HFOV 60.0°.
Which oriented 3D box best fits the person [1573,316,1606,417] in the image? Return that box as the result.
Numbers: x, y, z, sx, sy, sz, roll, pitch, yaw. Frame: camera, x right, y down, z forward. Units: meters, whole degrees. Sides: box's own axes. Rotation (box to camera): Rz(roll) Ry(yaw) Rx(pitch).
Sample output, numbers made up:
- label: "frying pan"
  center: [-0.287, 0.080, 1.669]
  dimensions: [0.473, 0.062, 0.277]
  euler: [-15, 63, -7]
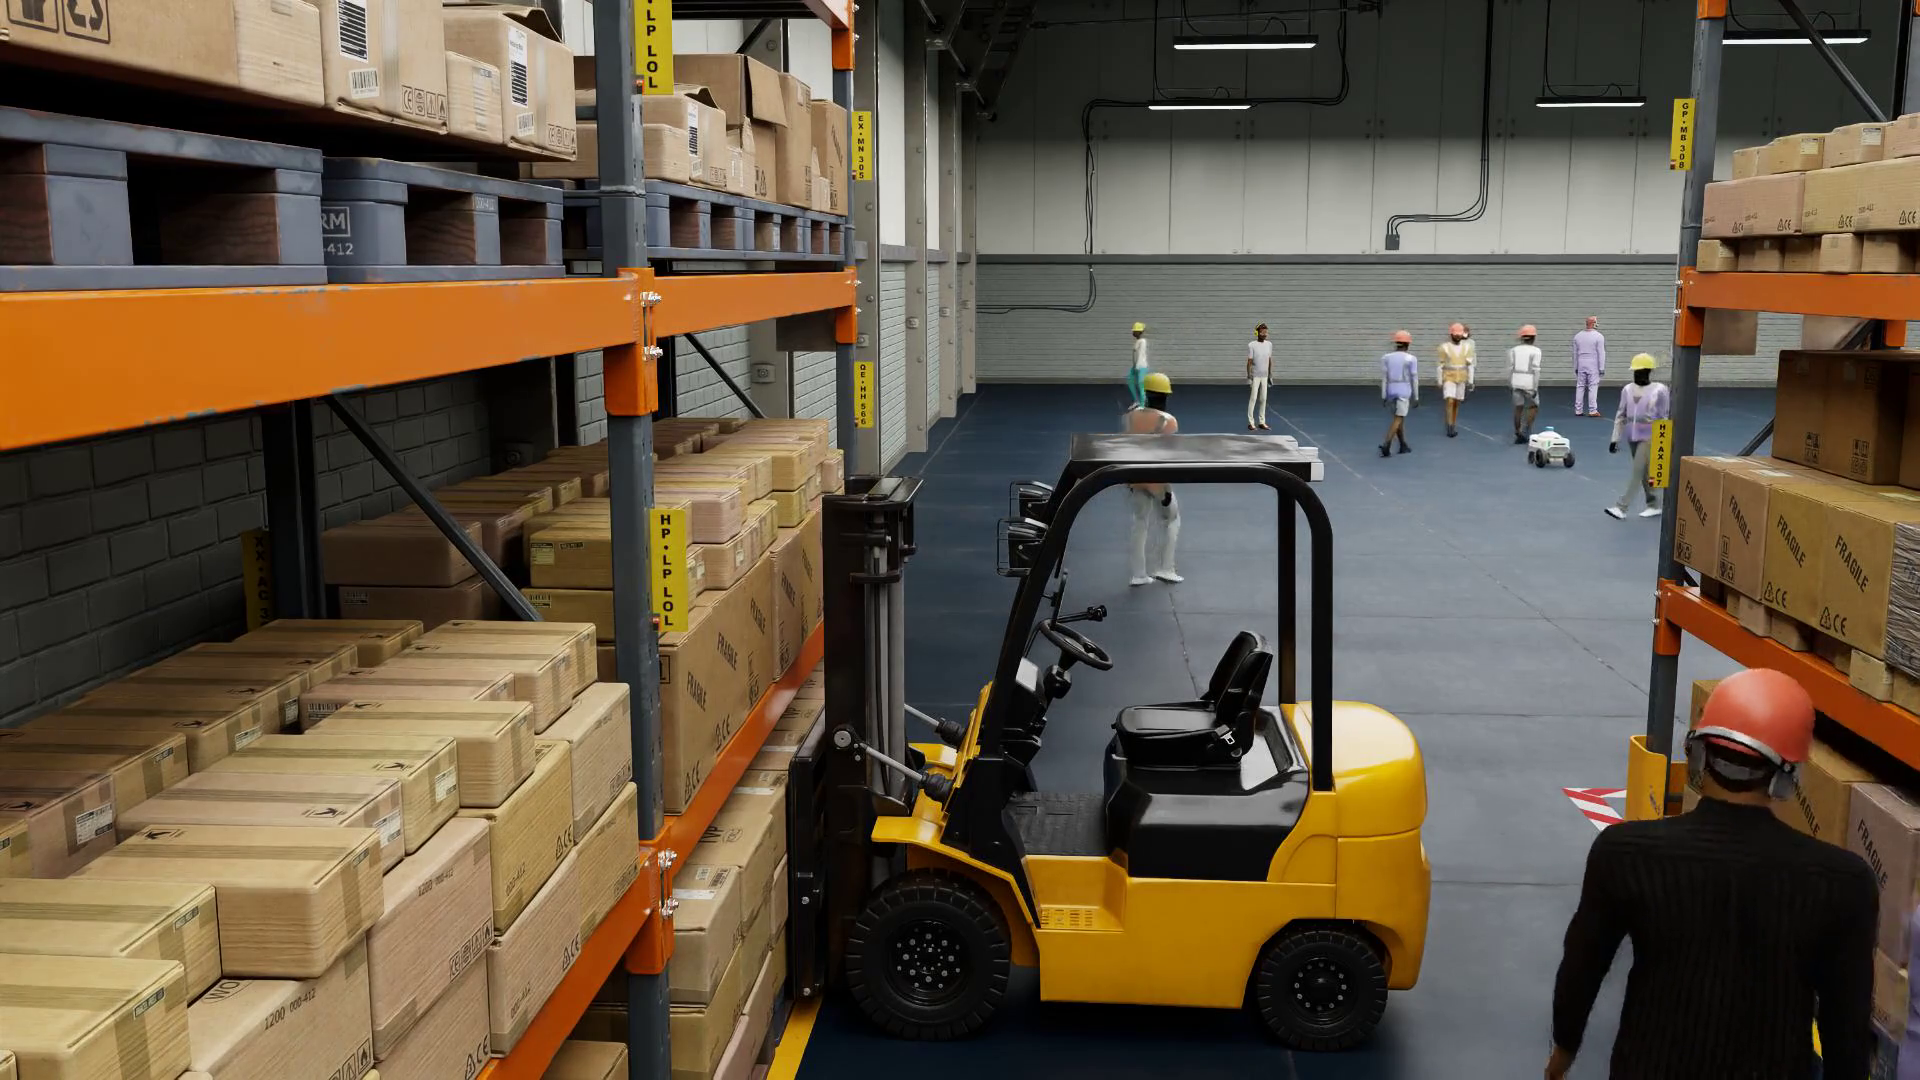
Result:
- label: "person"
  center: [11.932, -3.275, 31.496]
  dimensions: [0.410, 1.909, 0.642]
  euler: [-7, 12, -35]

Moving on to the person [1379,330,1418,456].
- label: "person"
  center: [6.607, -2.210, 25.079]
  dimensions: [0.556, 1.902, 0.934]
  euler: [9, 13, 44]

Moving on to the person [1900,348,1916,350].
- label: "person"
  center: [11.904, -1.481, 20.808]
  dimensions: [0.564, 1.852, 0.919]
  euler: [-7, 12, -37]

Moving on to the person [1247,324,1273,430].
- label: "person"
  center: [5.222, -2.835, 28.974]
  dimensions: [0.509, 1.863, 0.311]
  euler: [-5, 10, -26]

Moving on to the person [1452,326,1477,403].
- label: "person"
  center: [10.466, -3.621, 34.492]
  dimensions: [0.523, 1.592, 0.801]
  euler: [0, 9, -3]

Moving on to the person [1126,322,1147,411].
- label: "person"
  center: [3.473, -3.408, 32.781]
  dimensions: [0.433, 1.751, 0.526]
  euler: [-3, 10, -15]

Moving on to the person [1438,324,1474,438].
- label: "person"
  center: [8.305, -2.652, 27.776]
  dimensions: [0.552, 1.890, 0.953]
  euler: [0, 9, 0]

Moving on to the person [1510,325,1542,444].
- label: "person"
  center: [9.086, -2.492, 26.704]
  dimensions: [0.435, 1.916, 0.546]
  euler: [-9, 13, -44]

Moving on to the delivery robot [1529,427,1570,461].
- label: "delivery robot"
  center: [8.424, -1.374, 23.776]
  dimensions: [0.477, 0.478, 0.707]
  euler: [-1, 9, -3]

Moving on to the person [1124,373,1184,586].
- label: "person"
  center: [1.753, -0.538, 14.913]
  dimensions: [0.600, 1.908, 0.629]
  euler: [8, 12, 40]

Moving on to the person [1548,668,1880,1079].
- label: "person"
  center: [1.718, 1.254, 3.862]
  dimensions: [0.663, 1.963, 0.631]
  euler: [3, 10, 17]

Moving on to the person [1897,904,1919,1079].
- label: "person"
  center: [2.327, 1.337, 3.513]
  dimensions: [0.634, 1.926, 0.457]
  euler: [0, 9, 3]

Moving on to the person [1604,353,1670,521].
- label: "person"
  center: [7.612, -1.155, 18.734]
  dimensions: [0.994, 1.869, 0.608]
  euler: [-5, 11, -28]
